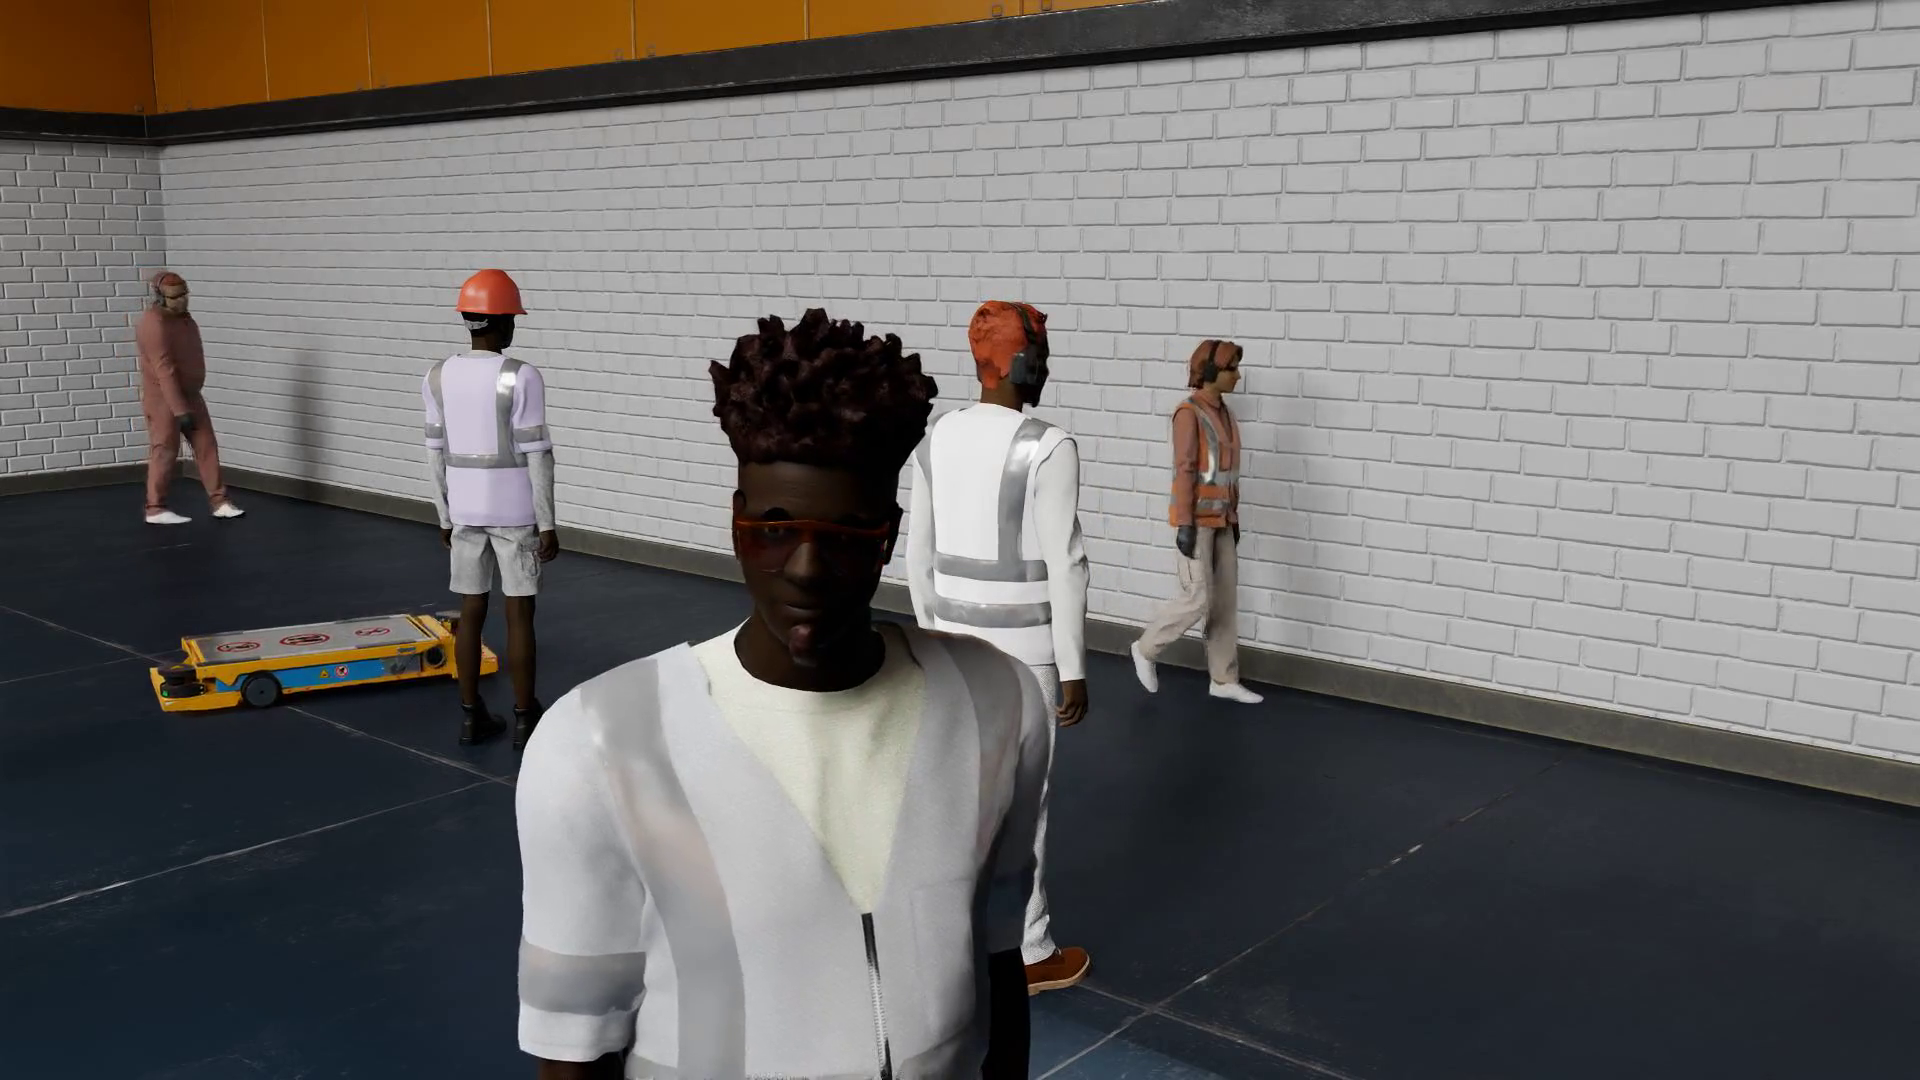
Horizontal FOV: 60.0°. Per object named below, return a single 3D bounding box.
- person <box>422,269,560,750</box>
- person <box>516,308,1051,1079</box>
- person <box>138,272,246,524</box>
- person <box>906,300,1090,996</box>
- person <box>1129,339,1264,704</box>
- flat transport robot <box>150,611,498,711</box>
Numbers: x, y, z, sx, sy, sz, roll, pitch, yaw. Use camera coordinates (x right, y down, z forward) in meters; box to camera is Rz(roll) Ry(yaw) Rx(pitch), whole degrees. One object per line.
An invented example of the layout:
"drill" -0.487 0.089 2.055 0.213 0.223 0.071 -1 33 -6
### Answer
"person" -1.865 -0.114 6.722 0.551 1.937 0.357 3 10 17
"person" -0.159 0.737 1.804 0.609 1.963 0.369 -6 12 -30
"person" -5.622 -1.007 12.078 0.786 1.852 0.721 1 10 6
"person" 0.110 0.297 4.533 0.583 1.882 0.338 9 13 42
"person" 1.066 -0.072 7.355 0.491 1.630 0.554 7 12 33
"flat transport robot" -2.950 0.543 7.724 1.431 0.197 0.652 -6 11 -29
